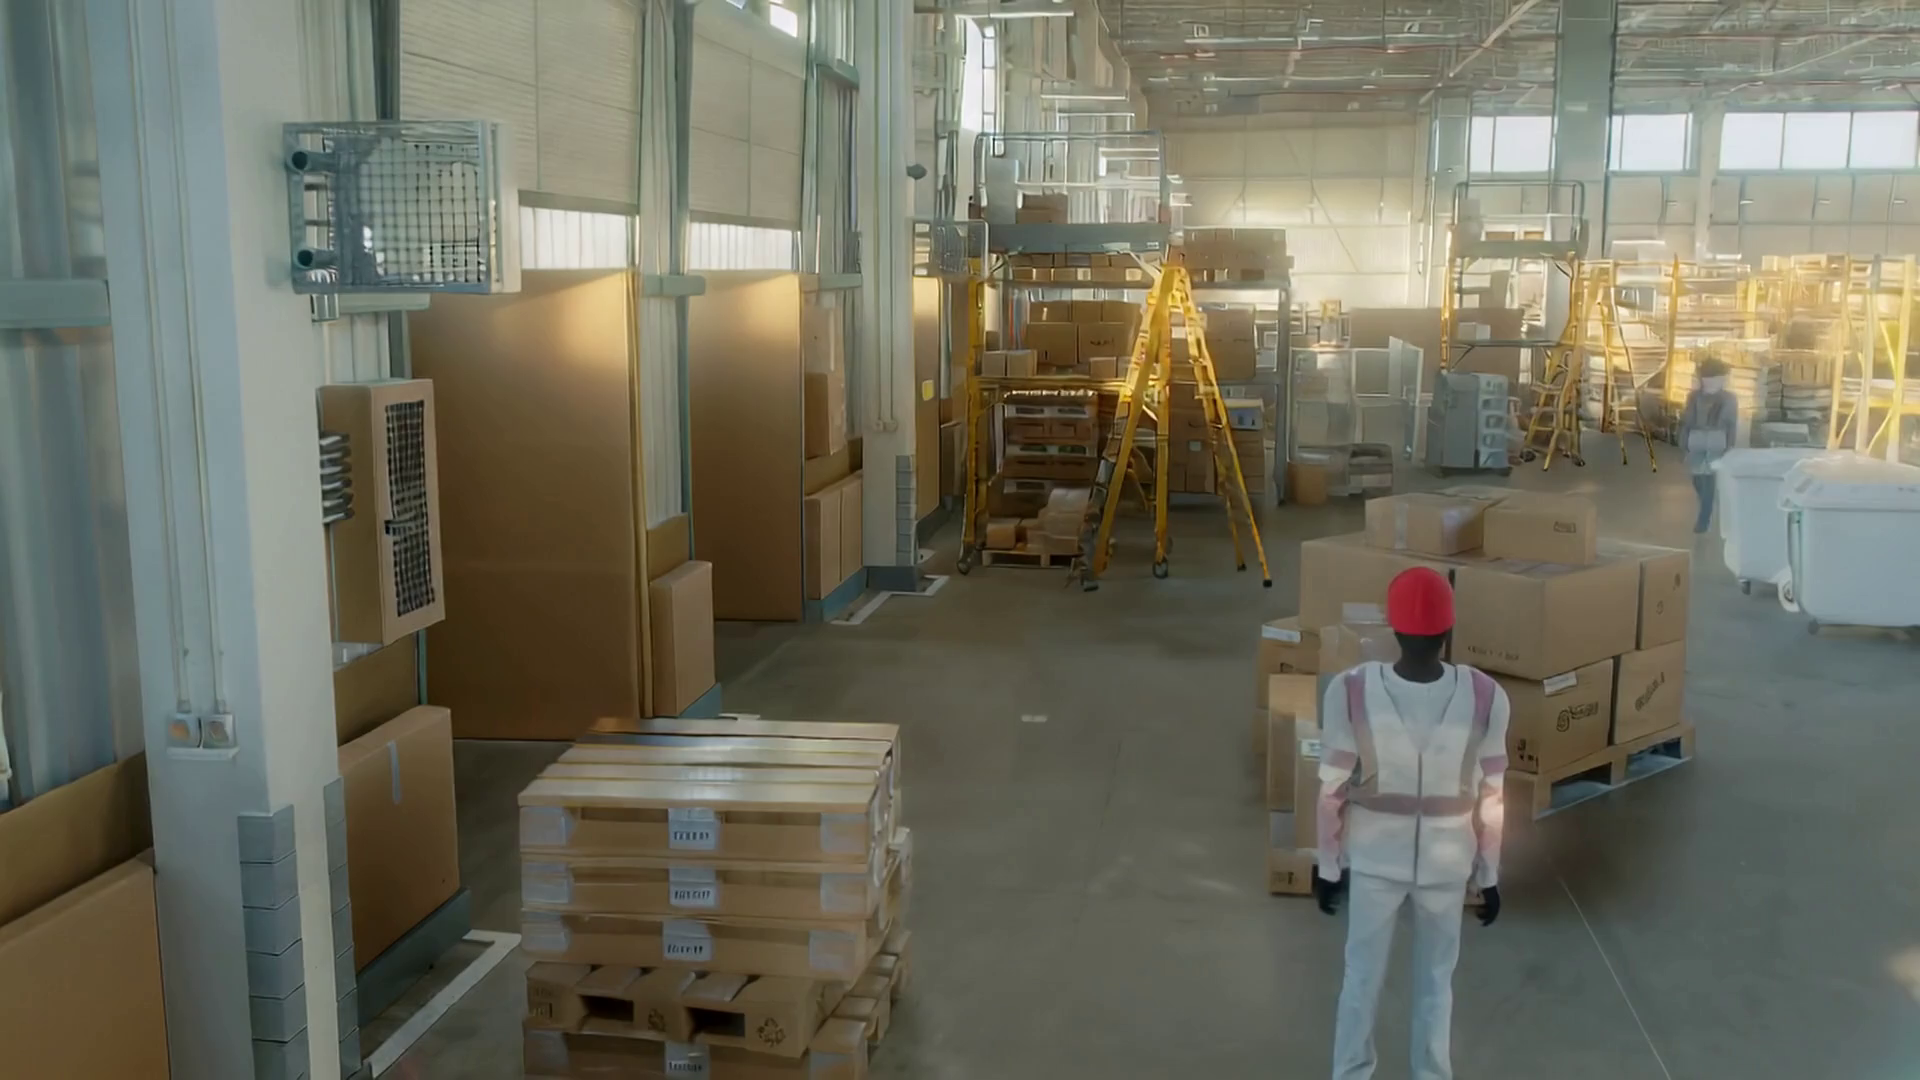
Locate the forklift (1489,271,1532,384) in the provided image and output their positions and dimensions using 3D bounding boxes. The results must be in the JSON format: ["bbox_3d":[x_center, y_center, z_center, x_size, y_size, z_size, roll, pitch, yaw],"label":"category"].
[{"bbox_3d":[13.422,-5.322,41.591,1.873,2.768,1.129,1,9,9],"label":"forklift"}]

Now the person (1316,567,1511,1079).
[{"bbox_3d":[1.445,1.031,5.338,0.594,1.924,0.382,1,9,7],"label":"person"}]

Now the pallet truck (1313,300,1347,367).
[{"bbox_3d":[11.159,-6.200,49.718,0.823,1.965,1.885,4,10,26],"label":"pallet truck"}]

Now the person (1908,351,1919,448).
[{"bbox_3d":[15.501,-2.339,26.721,0.333,1.733,0.500,5,10,28],"label":"person"}]

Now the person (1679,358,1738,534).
[{"bbox_3d":[8.228,-1.052,18.284,0.554,1.908,0.884,6,11,34],"label":"person"}]
